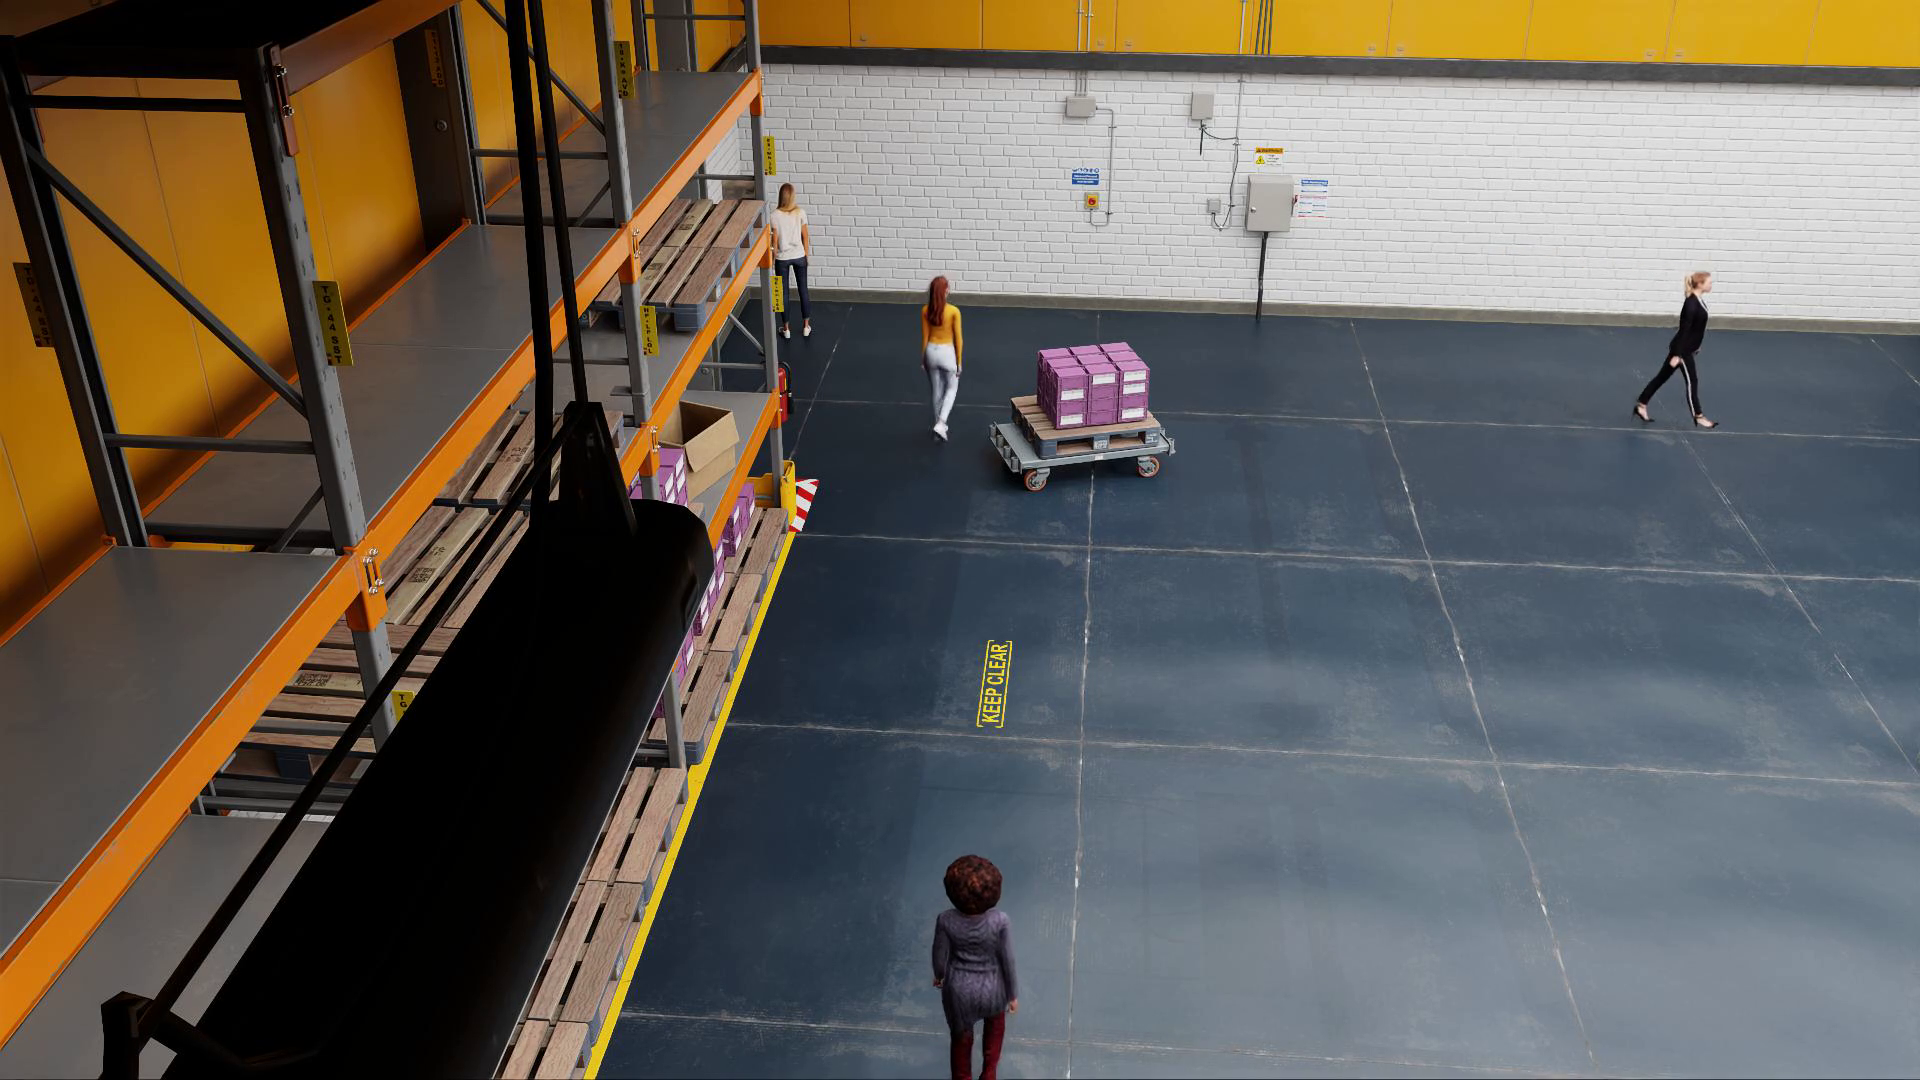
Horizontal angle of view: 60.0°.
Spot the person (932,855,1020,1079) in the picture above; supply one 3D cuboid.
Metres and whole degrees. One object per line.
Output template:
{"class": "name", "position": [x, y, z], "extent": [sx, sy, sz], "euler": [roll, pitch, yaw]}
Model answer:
{"class": "person", "position": [0.070, 2.445, 8.778], "extent": [0.616, 1.695, 0.624], "euler": [1, 29, 3]}

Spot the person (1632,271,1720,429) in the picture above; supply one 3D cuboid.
{"class": "person", "position": [7.195, -1.899, 16.783], "extent": [0.913, 1.656, 1.075], "euler": [11, 31, 20]}

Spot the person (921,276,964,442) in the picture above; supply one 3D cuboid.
{"class": "person", "position": [-0.209, -1.738, 16.403], "extent": [0.669, 1.737, 0.874], "euler": [7, 29, 12]}

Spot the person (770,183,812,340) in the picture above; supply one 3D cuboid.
{"class": "person", "position": [-1.927, -3.192, 18.993], "extent": [0.653, 1.809, 0.621], "euler": [-8, 30, -14]}
